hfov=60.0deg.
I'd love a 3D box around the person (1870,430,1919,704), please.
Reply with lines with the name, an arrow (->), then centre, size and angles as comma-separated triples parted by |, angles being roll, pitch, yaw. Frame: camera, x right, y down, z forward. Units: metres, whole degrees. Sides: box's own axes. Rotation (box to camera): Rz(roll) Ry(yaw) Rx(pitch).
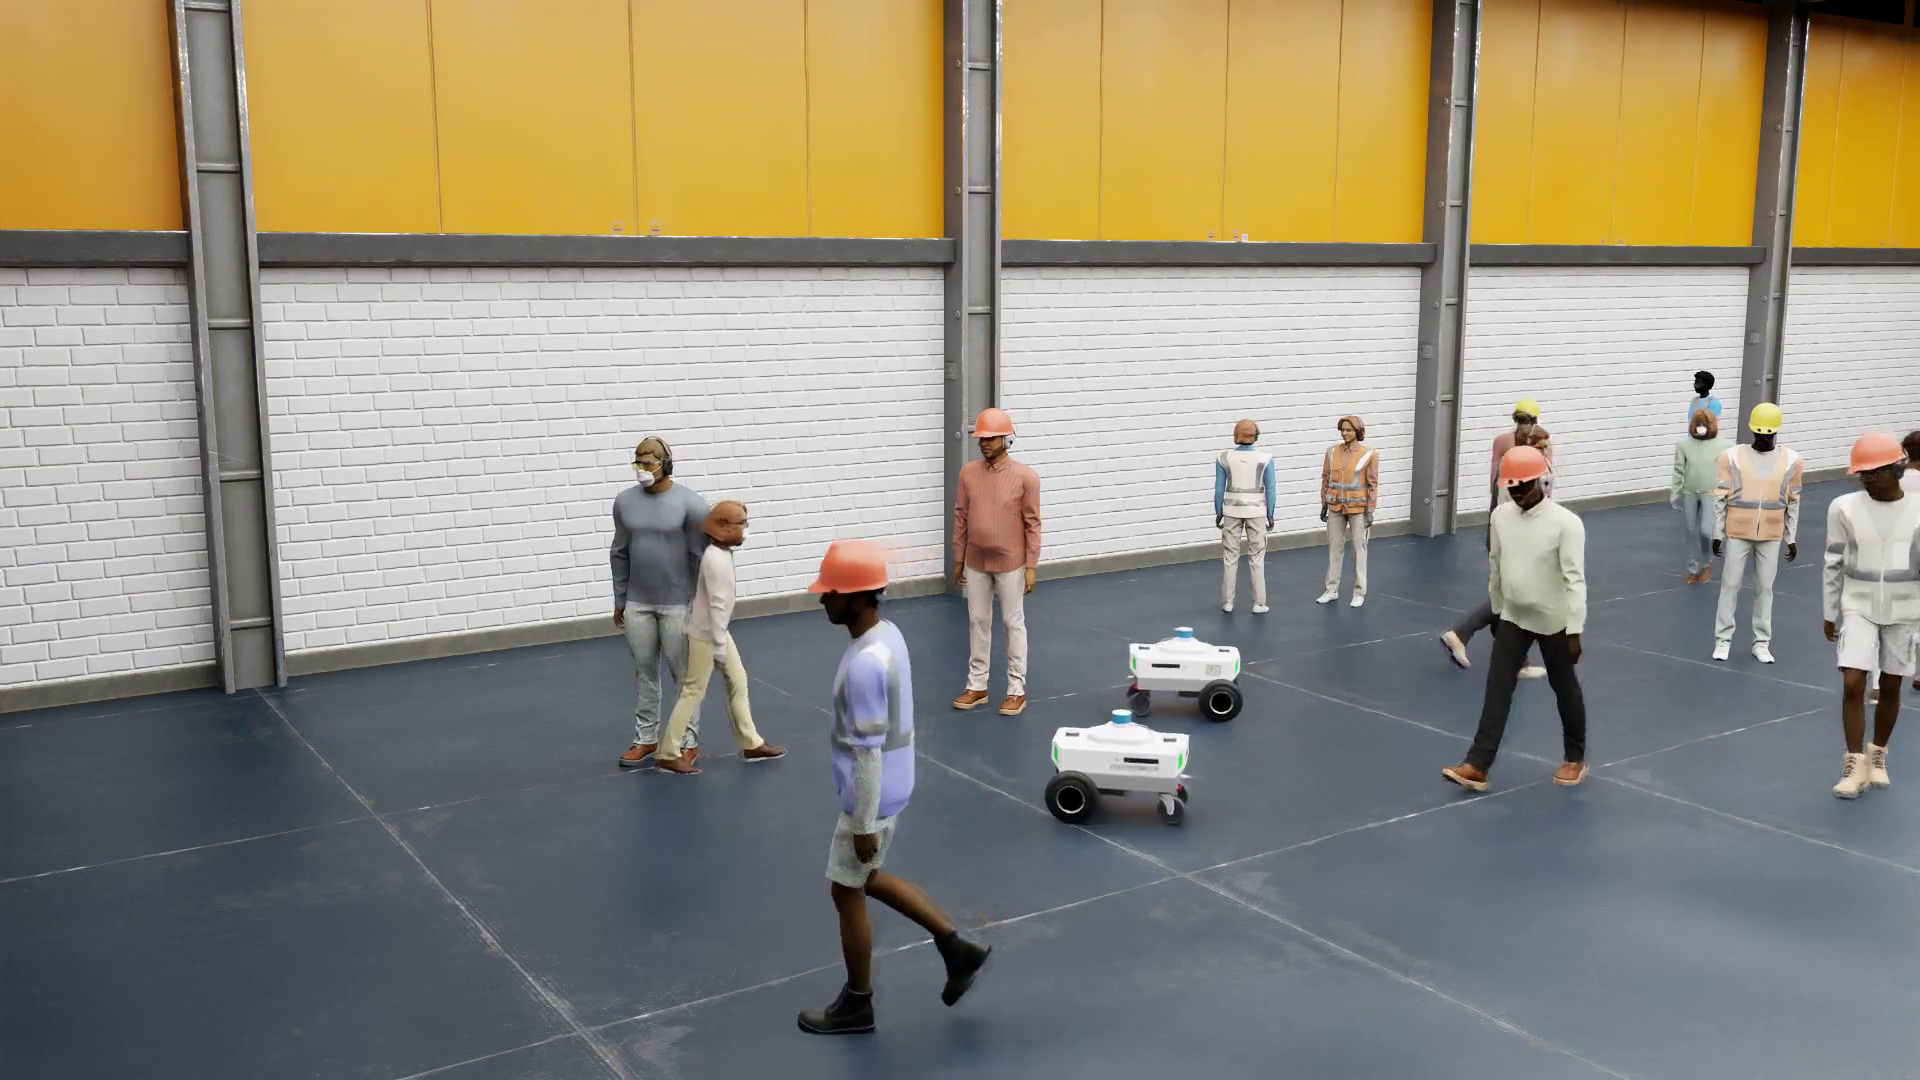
person -> 6.376, 0.178, 11.144 | 0.780, 1.833, 0.579 | -9, 13, -43

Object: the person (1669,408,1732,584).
person -> 6.719, -0.389, 15.105 | 0.518, 1.615, 0.371 | 8, 12, 40

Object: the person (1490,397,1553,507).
person -> 4.936, -0.377, 14.626 | 0.532, 1.768, 0.334 | 6, 11, 34

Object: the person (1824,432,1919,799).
person -> 5.028, 0.423, 9.100 | 0.605, 1.996, 0.765 | 6, 11, 31

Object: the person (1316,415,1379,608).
person -> 3.317, -0.249, 14.215 | 0.511, 1.640, 0.308 | 7, 12, 38

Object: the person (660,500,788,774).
person -> -1.366, 0.560, 9.523 | 0.789, 1.581, 0.509 | 0, 9, -2

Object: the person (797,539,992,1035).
person -> -0.260, 0.936, 6.241 | 0.650, 1.916, 0.564 | 1, 9, 6

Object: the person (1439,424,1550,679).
person -> 3.792, 0.082, 11.696 | 0.677, 1.819, 0.518 | 1, 9, 4

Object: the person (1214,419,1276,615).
person -> 2.372, -0.191, 13.863 | 0.513, 1.640, 0.309 | 3, 10, 18

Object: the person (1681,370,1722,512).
person -> 8.636, -1.126, 19.351 | 0.321, 1.690, 0.536 | -1, 9, -6

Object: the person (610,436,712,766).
person -> -1.731, 0.366, 9.609 | 0.638, 1.938, 0.357 | 3, 10, 20

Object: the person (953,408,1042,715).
person -> 0.225, 0.137, 10.818 | 0.622, 1.994, 0.381 | 5, 11, 28

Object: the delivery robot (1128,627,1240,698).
delivery robot -> 1.448, 0.810, 10.787 | 0.707, 0.478, 0.477 | 1, 9, 4

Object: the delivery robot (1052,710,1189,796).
delivery robot -> 0.853, 1.143, 8.807 | 0.707, 0.478, 0.477 | 2, 10, 11

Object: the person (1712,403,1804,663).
person -> 5.828, -0.050, 12.183 | 0.585, 1.917, 0.382 | 3, 10, 16

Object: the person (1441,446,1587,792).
person -> 3.134, 0.441, 9.170 | 1.039, 1.917, 0.711 | -6, 11, -34
